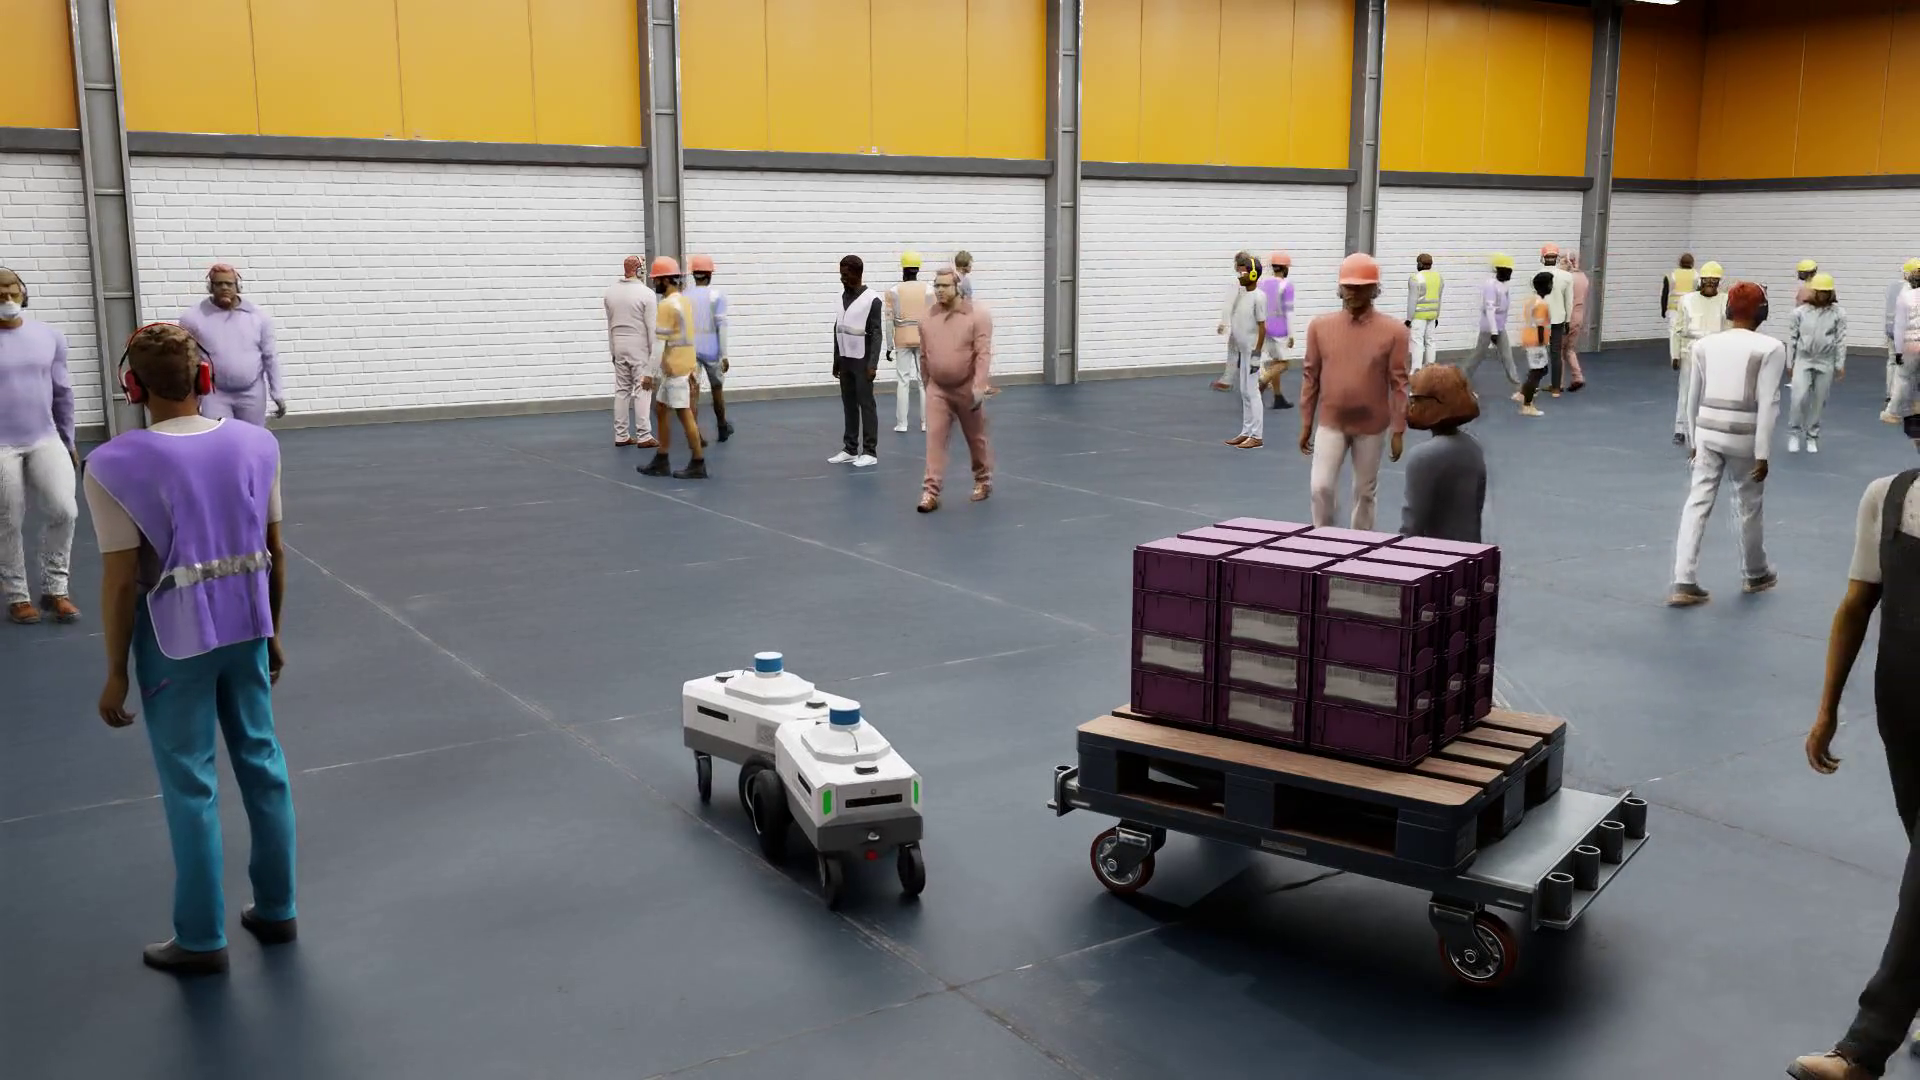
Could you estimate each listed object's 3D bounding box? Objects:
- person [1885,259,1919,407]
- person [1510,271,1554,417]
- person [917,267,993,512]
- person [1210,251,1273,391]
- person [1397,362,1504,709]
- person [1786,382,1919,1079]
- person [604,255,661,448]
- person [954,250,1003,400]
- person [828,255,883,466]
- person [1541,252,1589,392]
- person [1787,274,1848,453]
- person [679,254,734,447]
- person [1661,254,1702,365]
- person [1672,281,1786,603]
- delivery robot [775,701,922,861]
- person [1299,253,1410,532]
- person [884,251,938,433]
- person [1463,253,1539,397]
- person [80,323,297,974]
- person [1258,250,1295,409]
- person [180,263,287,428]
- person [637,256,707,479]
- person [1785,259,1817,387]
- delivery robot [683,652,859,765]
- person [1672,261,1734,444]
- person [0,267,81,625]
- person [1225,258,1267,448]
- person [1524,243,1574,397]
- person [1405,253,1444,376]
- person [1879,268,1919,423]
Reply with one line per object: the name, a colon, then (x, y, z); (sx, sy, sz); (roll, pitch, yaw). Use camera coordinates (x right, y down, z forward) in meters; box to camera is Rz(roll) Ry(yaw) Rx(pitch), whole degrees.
person: (11.596, -2.536, 20.439); (0.404, 1.802, 0.658); (1, 10, 8)
person: (6.681, -2.259, 19.216); (0.365, 1.680, 0.544); (2, 10, 9)
person: (-0.033, -1.169, 12.827); (0.637, 1.858, 1.030); (4, 11, 19)
person: (3.809, -2.907, 22.223); (1.002, 1.899, 0.636); (8, 13, 37)
person: (1.834, 0.152, 6.207); (0.473, 1.621, 0.506); (9, 14, 40)
person: (2.319, 0.461, 4.011); (0.936, 1.793, 0.502); (-5, 11, -26)
person: (-3.195, -1.855, 16.439); (0.645, 1.903, 0.401); (6, 12, 30)
person: (0.108, -2.659, 20.828); (0.972, 1.891, 0.653); (-2, 11, -10)
person: (-0.938, -1.633, 15.178); (0.391, 1.913, 0.588); (-10, 14, -43)
person: (8.085, -2.908, 22.260); (0.682, 1.874, 0.493); (-8, 13, -36)
person: (8.214, -1.684, 15.961); (0.499, 1.723, 0.560); (4, 11, 19)
person: (-2.534, -1.888, 16.605); (0.569, 1.896, 0.930); (1, 10, 8)
person: (11.794, -3.761, 27.157); (0.641, 1.791, 0.949); (5, 11, 25)
person: (4.414, -0.556, 9.517); (1.007, 1.826, 0.591); (-8, 13, -36)
delivery robot: (-0.375, 0.774, 5.449); (0.477, 0.478, 0.707); (-4, 11, -18)
person: (2.257, -0.654, 9.622); (0.646, 1.975, 0.672); (4, 11, 22)
person: (-0.510, -2.069, 17.677); (0.588, 1.873, 0.367); (-1, 10, -8)
person: (6.889, -2.731, 21.333); (0.596, 1.862, 1.079); (-10, 14, -44)
person: (-2.144, 0.315, 4.699); (0.395, 1.839, 0.564); (7, 12, 33)
person: (3.752, -2.509, 19.951); (0.700, 1.916, 0.552); (-6, 12, -30)
person: (-5.184, -1.026, 11.914); (0.658, 1.887, 0.619); (-6, 12, -29)
person: (-2.546, -1.466, 14.290); (0.811, 1.904, 0.556); (1, 10, 4)
person: (11.708, -3.002, 23.108); (0.343, 1.760, 0.545); (9, 14, 40)
delivery robot: (-0.700, 0.654, 6.105); (0.707, 0.478, 0.477); (10, 14, 43)
person: (7.445, -1.866, 16.662); (0.588, 1.837, 0.404); (4, 11, 22)
person: (-4.986, -0.479, 8.837); (0.619, 1.915, 0.653); (9, 14, 41)
person: (2.845, -1.838, 16.419); (0.321, 1.871, 0.532); (-2, 10, -8)
person: (7.656, -2.858, 21.669); (0.611, 1.995, 0.377); (2, 11, 10)
person: (6.654, -3.202, 23.970); (0.635, 1.842, 0.429); (-6, 12, -30)
person: (10.530, -2.085, 18.175); (0.640, 1.746, 1.128); (1, 10, 6)
